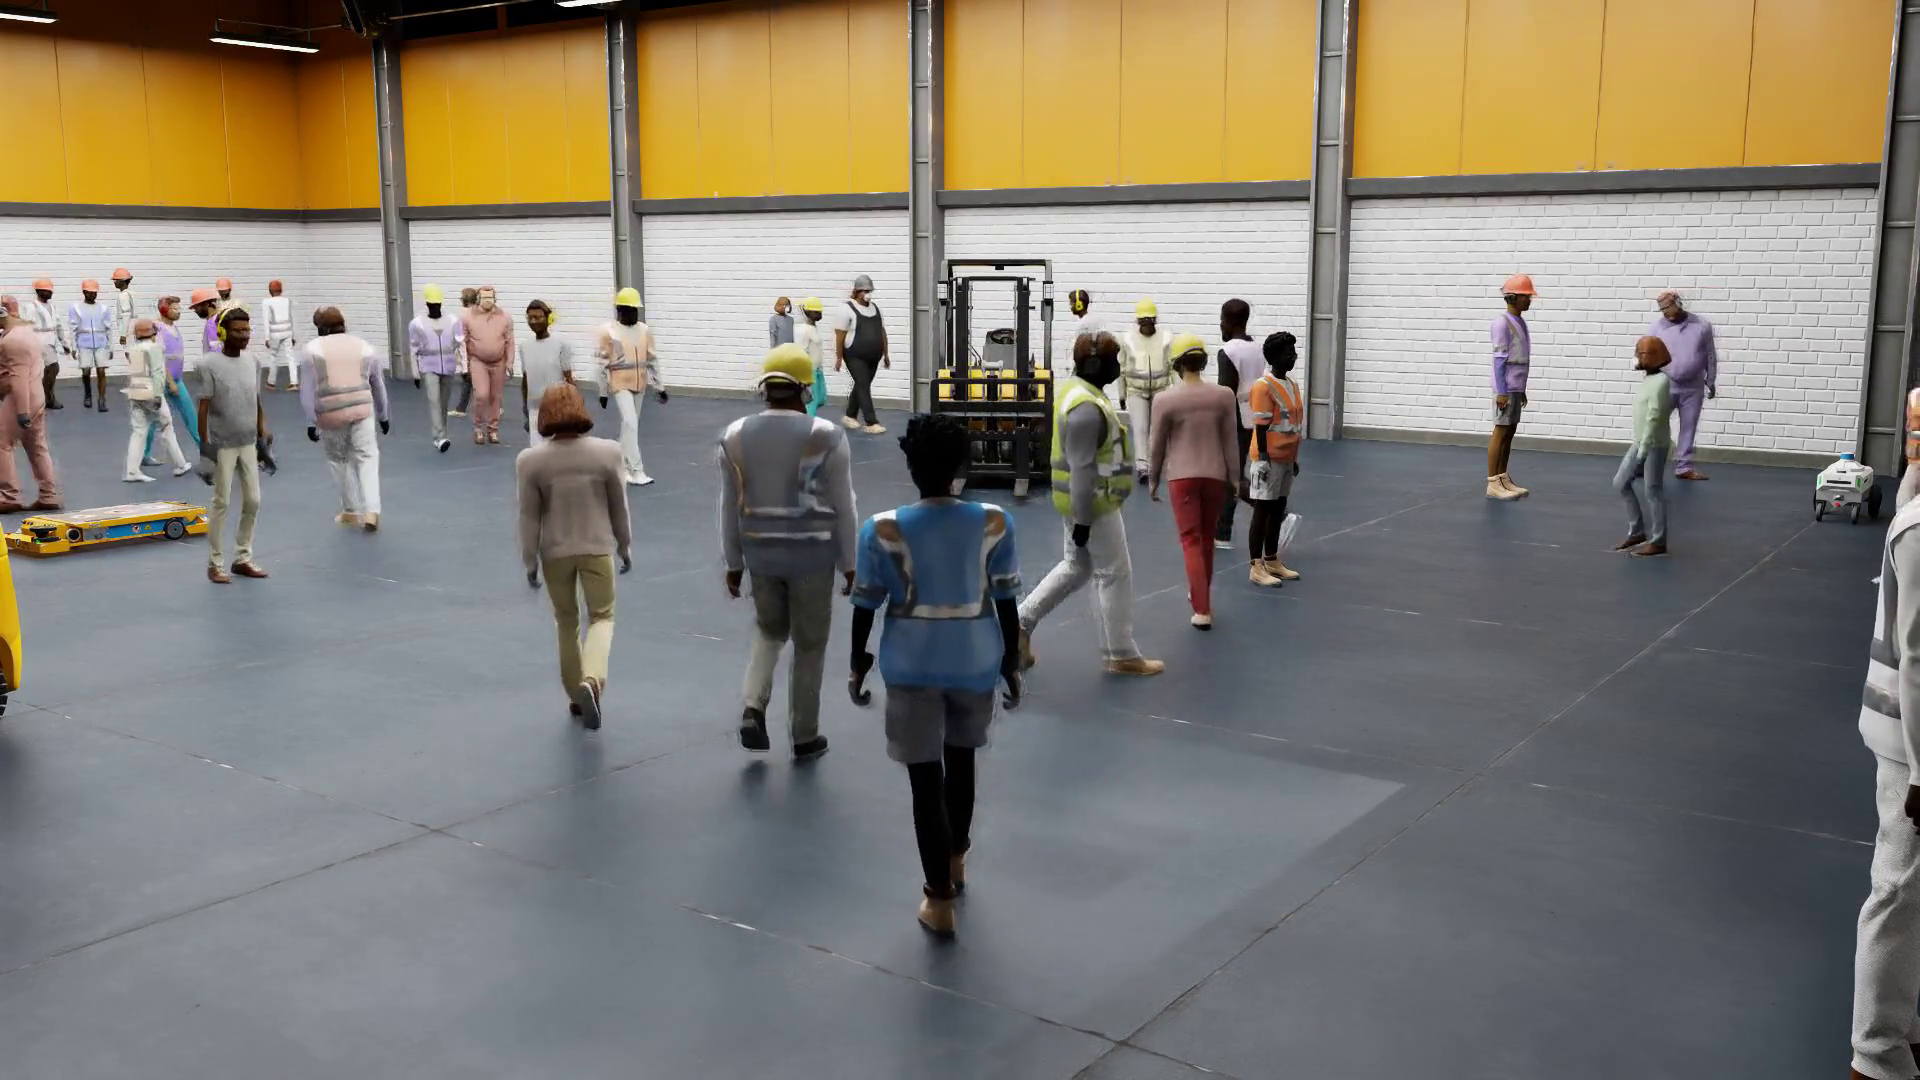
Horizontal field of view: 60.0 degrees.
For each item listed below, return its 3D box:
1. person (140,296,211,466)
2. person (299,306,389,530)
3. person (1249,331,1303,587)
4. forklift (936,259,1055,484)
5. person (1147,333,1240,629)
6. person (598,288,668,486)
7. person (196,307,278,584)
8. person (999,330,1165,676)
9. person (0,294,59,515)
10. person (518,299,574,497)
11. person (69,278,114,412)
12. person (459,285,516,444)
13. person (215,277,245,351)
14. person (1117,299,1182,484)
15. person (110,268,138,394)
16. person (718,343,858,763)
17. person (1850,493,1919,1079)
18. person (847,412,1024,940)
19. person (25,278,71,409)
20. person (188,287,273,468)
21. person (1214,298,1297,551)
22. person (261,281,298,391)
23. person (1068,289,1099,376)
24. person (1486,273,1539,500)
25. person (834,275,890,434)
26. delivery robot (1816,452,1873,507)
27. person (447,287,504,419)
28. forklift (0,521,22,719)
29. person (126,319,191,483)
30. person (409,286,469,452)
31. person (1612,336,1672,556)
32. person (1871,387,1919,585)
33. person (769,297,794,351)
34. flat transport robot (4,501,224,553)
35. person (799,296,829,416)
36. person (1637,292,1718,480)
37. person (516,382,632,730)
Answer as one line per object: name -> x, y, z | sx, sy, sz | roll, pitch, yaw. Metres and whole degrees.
person -> -8.285, -1.667, 17.531 | 1.003, 1.789, 0.584 | 0, 10, 2
person -> -4.890, -0.963, 13.344 | 0.740, 1.799, 0.782 | -7, 12, -38
person -> 2.114, -0.543, 11.121 | 0.317, 1.696, 0.532 | 7, 12, 35
forklift -> 0.370, -1.738, 16.759 | 1.214, 2.155, 2.313 | 1, 10, 3
person -> 1.372, -0.370, 9.974 | 0.539, 1.721, 0.832 | -2, 10, -11
person -> -3.115, -1.469, 16.048 | 0.857, 1.894, 0.600 | 7, 12, 38
person -> -4.901, -0.632, 11.221 | 0.456, 1.844, 0.602 | 5, 11, 26
person -> 0.627, -0.188, 8.678 | 0.833, 1.813, 0.626 | 0, 10, -2
person -> -8.143, -1.154, 14.224 | 0.705, 1.874, 0.646 | -3, 10, -16
person -> -3.439, -1.103, 13.997 | 0.530, 1.854, 0.716 | 2, 10, 11
person -> -12.412, -2.783, 23.797 | 0.563, 1.918, 0.466 | -7, 12, -35
person -> -5.554, -2.057, 19.616 | 0.637, 1.879, 0.573 | -5, 11, -29
person -> -11.550, -3.193, 26.291 | 0.548, 1.913, 0.656 | -2, 10, -12
person -> 1.857, -1.455, 16.289 | 0.612, 1.780, 0.938 | 0, 10, -1
person -> -13.558, -3.391, 27.054 | 0.374, 2.044, 0.605 | -3, 10, -15
person -> -0.730, 0.068, 7.148 | 0.592, 1.818, 0.421 | 3, 10, 17
person -> 2.475, 0.526, 4.202 | 0.356, 1.883, 0.574 | 7, 12, 35
person -> -0.105, 0.411, 5.480 | 0.557, 1.666, 0.734 | -3, 10, -15
person -> -13.266, -2.854, 24.247 | 0.607, 1.917, 0.558 | 0, 10, 3
person -> -7.567, -1.664, 17.201 | 0.708, 1.896, 0.610 | -3, 10, -16
person -> 2.131, -0.840, 12.306 | 0.792, 1.890, 0.602 | 6, 11, 32
person -> -11.350, -3.399, 27.739 | 1.009, 1.831, 0.591 | 9, 13, 44
person -> 1.385, -1.859, 18.510 | 0.466, 1.843, 0.550 | 4, 10, 22
person -> 5.026, -1.393, 15.144 | 0.369, 2.046, 0.606 | 7, 12, 35
person -> -1.256, -2.397, 21.137 | 0.703, 2.000, 1.011 | -9, 13, -43
delivery robot -> 7.416, -0.492, 13.931 | 0.477, 0.478, 0.707 | 7, 12, 35
person -> -6.638, -2.545, 22.728 | 0.950, 1.809, 0.511 | 3, 10, 15
forklift -> -5.296, -0.090, 6.943 | 1.214, 2.155, 2.313 | 7, 12, 35
person -> -7.957, -1.378, 16.406 | 0.558, 1.585, 0.738 | 5, 11, 26
person -> -5.890, -1.927, 18.866 | 0.594, 1.867, 1.009 | -6, 11, -32
person -> 4.995, -0.673, 12.142 | 0.480, 1.616, 0.507 | 1, 10, 5
person -> 6.554, -0.495, 11.101 | 0.817, 1.609, 0.514 | -4, 10, -22
person -> -2.618, -2.781, 24.631 | 0.286, 1.635, 0.497 | 7, 12, 35
flat transport robot -> -6.530, -0.116, 12.817 | 0.652, 0.197, 1.431 | 7, 12, 35
person -> -1.780, -1.998, 19.622 | 0.449, 1.749, 0.537 | 3, 10, 17
person -> 7.089, -1.510, 16.423 | 0.730, 1.861, 0.414 | 2, 10, 11
person -> -1.772, 0.078, 7.660 | 0.509, 1.609, 0.628 | -2, 10, -9
